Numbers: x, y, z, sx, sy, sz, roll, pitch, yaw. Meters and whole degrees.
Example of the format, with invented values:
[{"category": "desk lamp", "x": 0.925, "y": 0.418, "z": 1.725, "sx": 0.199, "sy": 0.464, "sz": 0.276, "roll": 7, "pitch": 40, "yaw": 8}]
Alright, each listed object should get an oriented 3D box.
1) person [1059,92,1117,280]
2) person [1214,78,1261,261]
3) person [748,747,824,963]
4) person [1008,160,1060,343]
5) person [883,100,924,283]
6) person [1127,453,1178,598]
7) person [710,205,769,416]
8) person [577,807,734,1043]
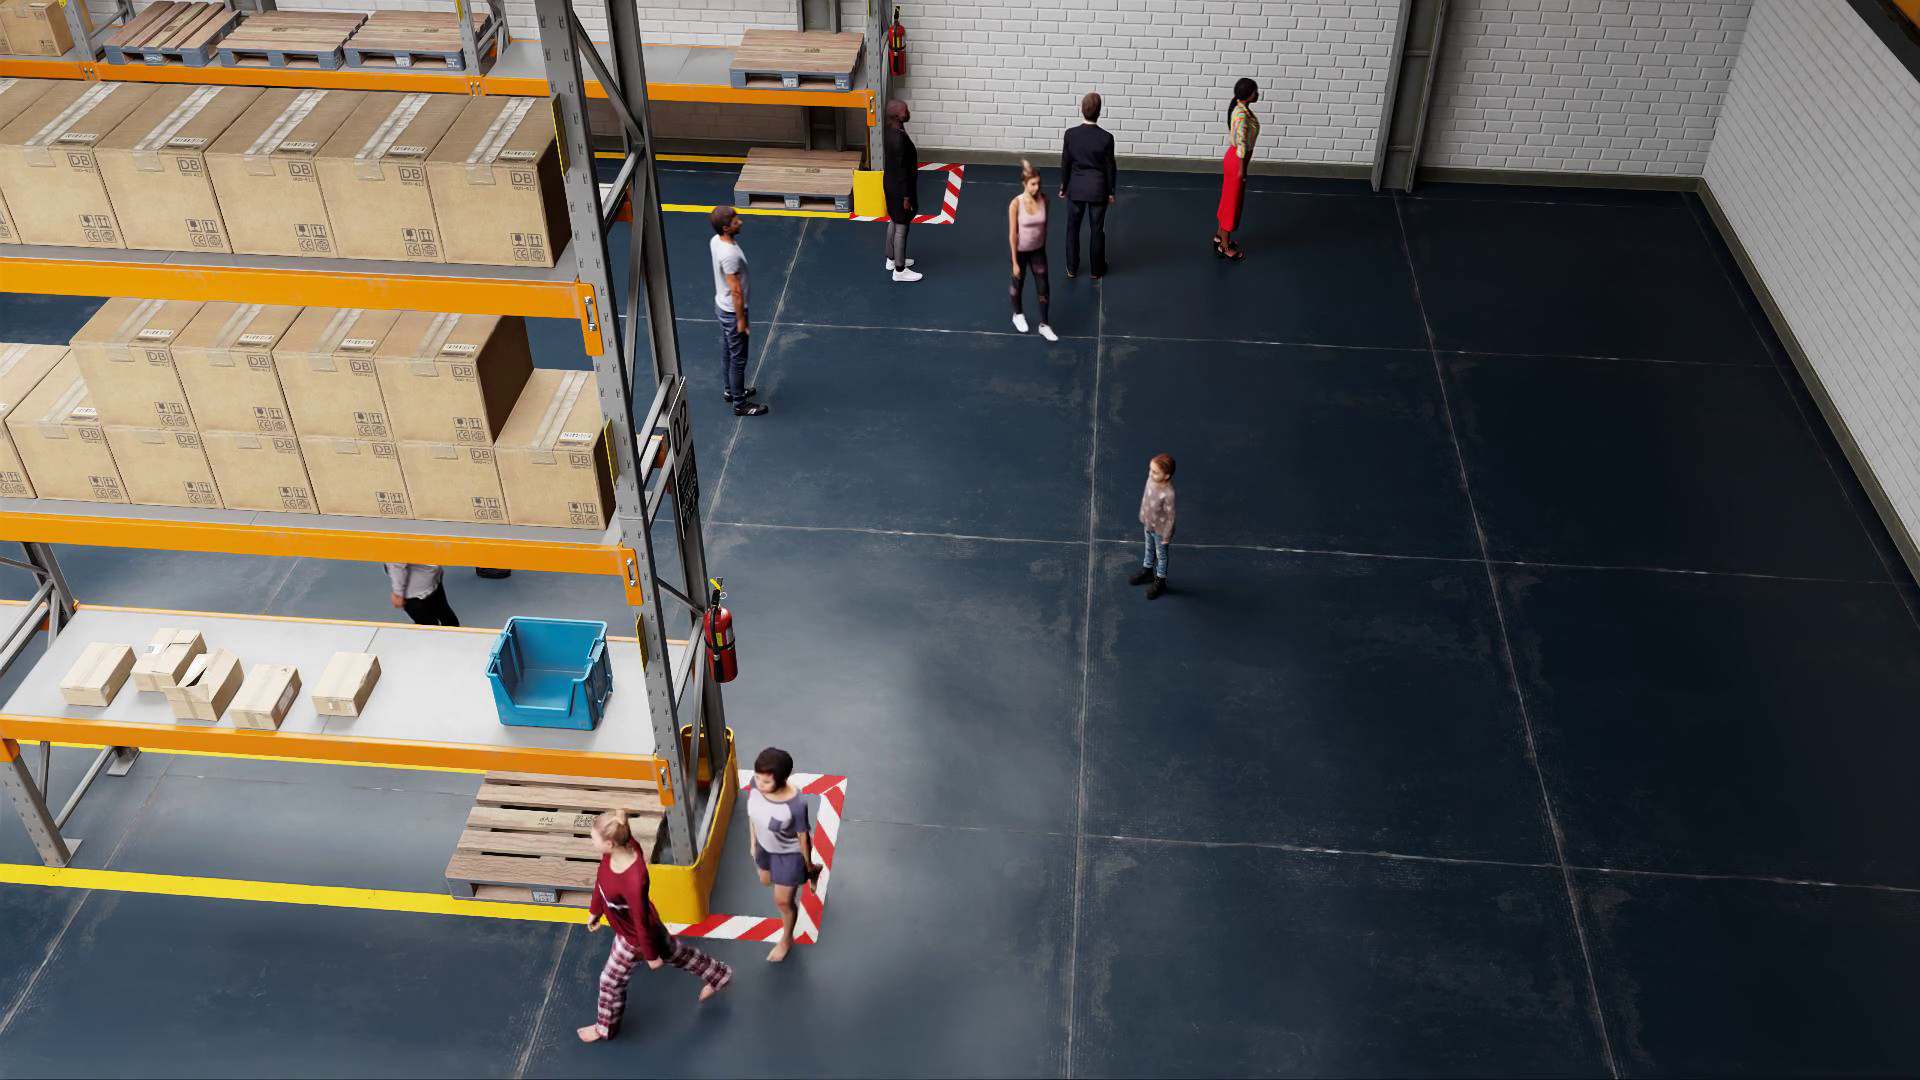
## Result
[{"category": "person", "x": 1.186, "y": -3.297, "z": 15.502, "sx": 0.592, "sy": 1.815, "sz": 0.787, "roll": 10, "pitch": 40, "yaw": 12}, {"category": "person", "x": 2.623, "y": -3.540, "z": 15.825, "sx": 0.538, "sy": 1.792, "sz": 0.617, "roll": 0, "pitch": 39, "yaw": 0}, {"category": "person", "x": -0.976, "y": 1.695, "z": 9.467, "sx": 0.865, "sy": 1.547, "sz": 0.868, "roll": 26, "pitch": 46, "yaw": 29}, {"category": "person", "x": 0.556, "y": -2.610, "z": 14.786, "sx": 0.825, "sy": 1.635, "sz": 0.809, "roll": -13, "pitch": 40, "yaw": -15}, {"category": "person", "x": -0.576, "y": -3.275, "z": 15.518, "sx": 0.674, "sy": 1.762, "sz": 0.716, "roll": -9, "pitch": 40, "yaw": -12}, {"category": "person", "x": 1.438, "y": -0.129, "z": 12.034, "sx": 0.601, "sy": 1.194, "sz": 0.561, "roll": -19, "pitch": 42, "yaw": -23}, {"category": "person", "x": -1.880, "y": -1.900, "z": 13.712, "sx": 0.697, "sy": 1.865, "sz": 0.703, "roll": -13, "pitch": 41, "yaw": -16}, {"category": "person", "x": -1.659, "y": 2.039, "z": 8.946, "sx": 1.210, "sy": 1.658, "sz": 0.932, "roll": -14, "pitch": 41, "yaw": -16}]
